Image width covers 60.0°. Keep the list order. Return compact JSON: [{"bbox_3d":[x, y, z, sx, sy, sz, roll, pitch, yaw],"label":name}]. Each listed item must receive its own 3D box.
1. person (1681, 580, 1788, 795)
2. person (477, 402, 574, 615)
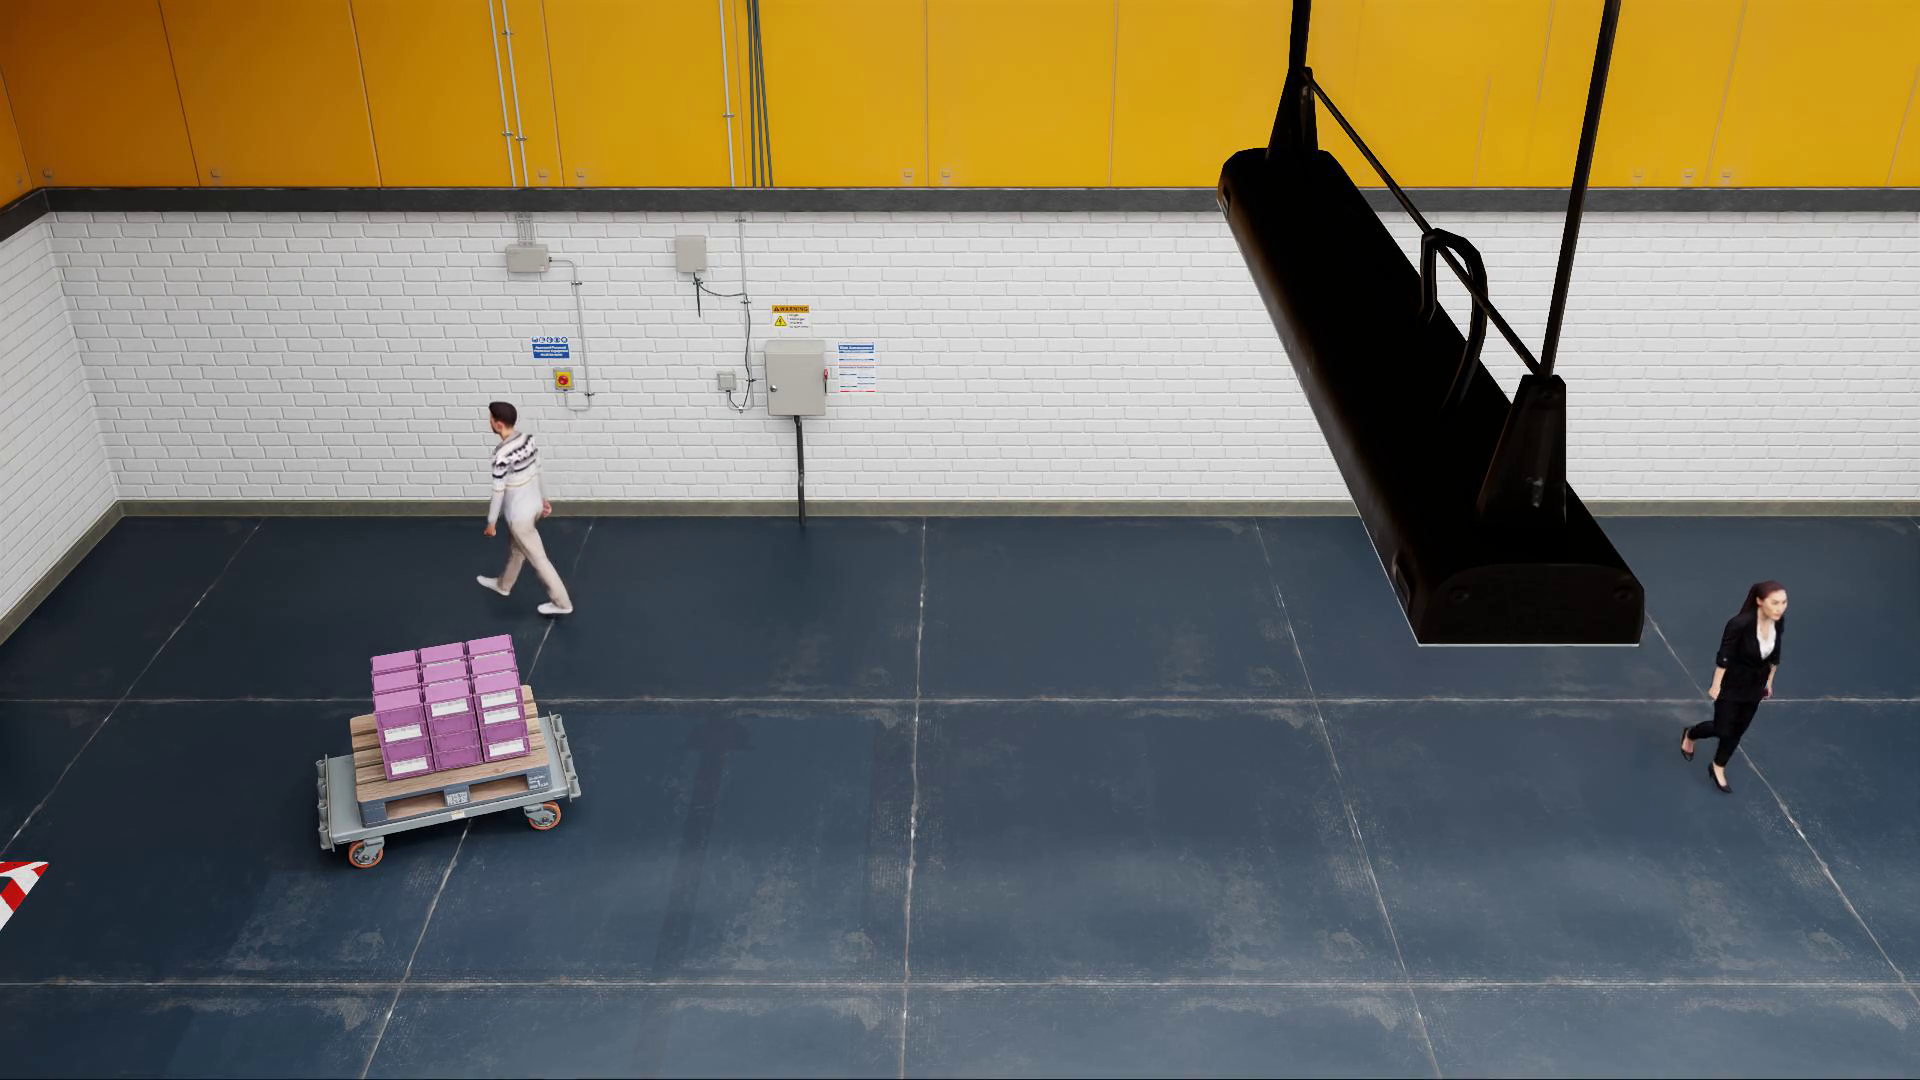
[{"bbox_3d":[5.244,0.941,11.295,0.721,1.646,0.816,-8,30,-15],"label":"person"},{"bbox_3d":[-3.408,-0.205,13.219,0.973,1.814,1.179,7,29,13],"label":"person"}]
